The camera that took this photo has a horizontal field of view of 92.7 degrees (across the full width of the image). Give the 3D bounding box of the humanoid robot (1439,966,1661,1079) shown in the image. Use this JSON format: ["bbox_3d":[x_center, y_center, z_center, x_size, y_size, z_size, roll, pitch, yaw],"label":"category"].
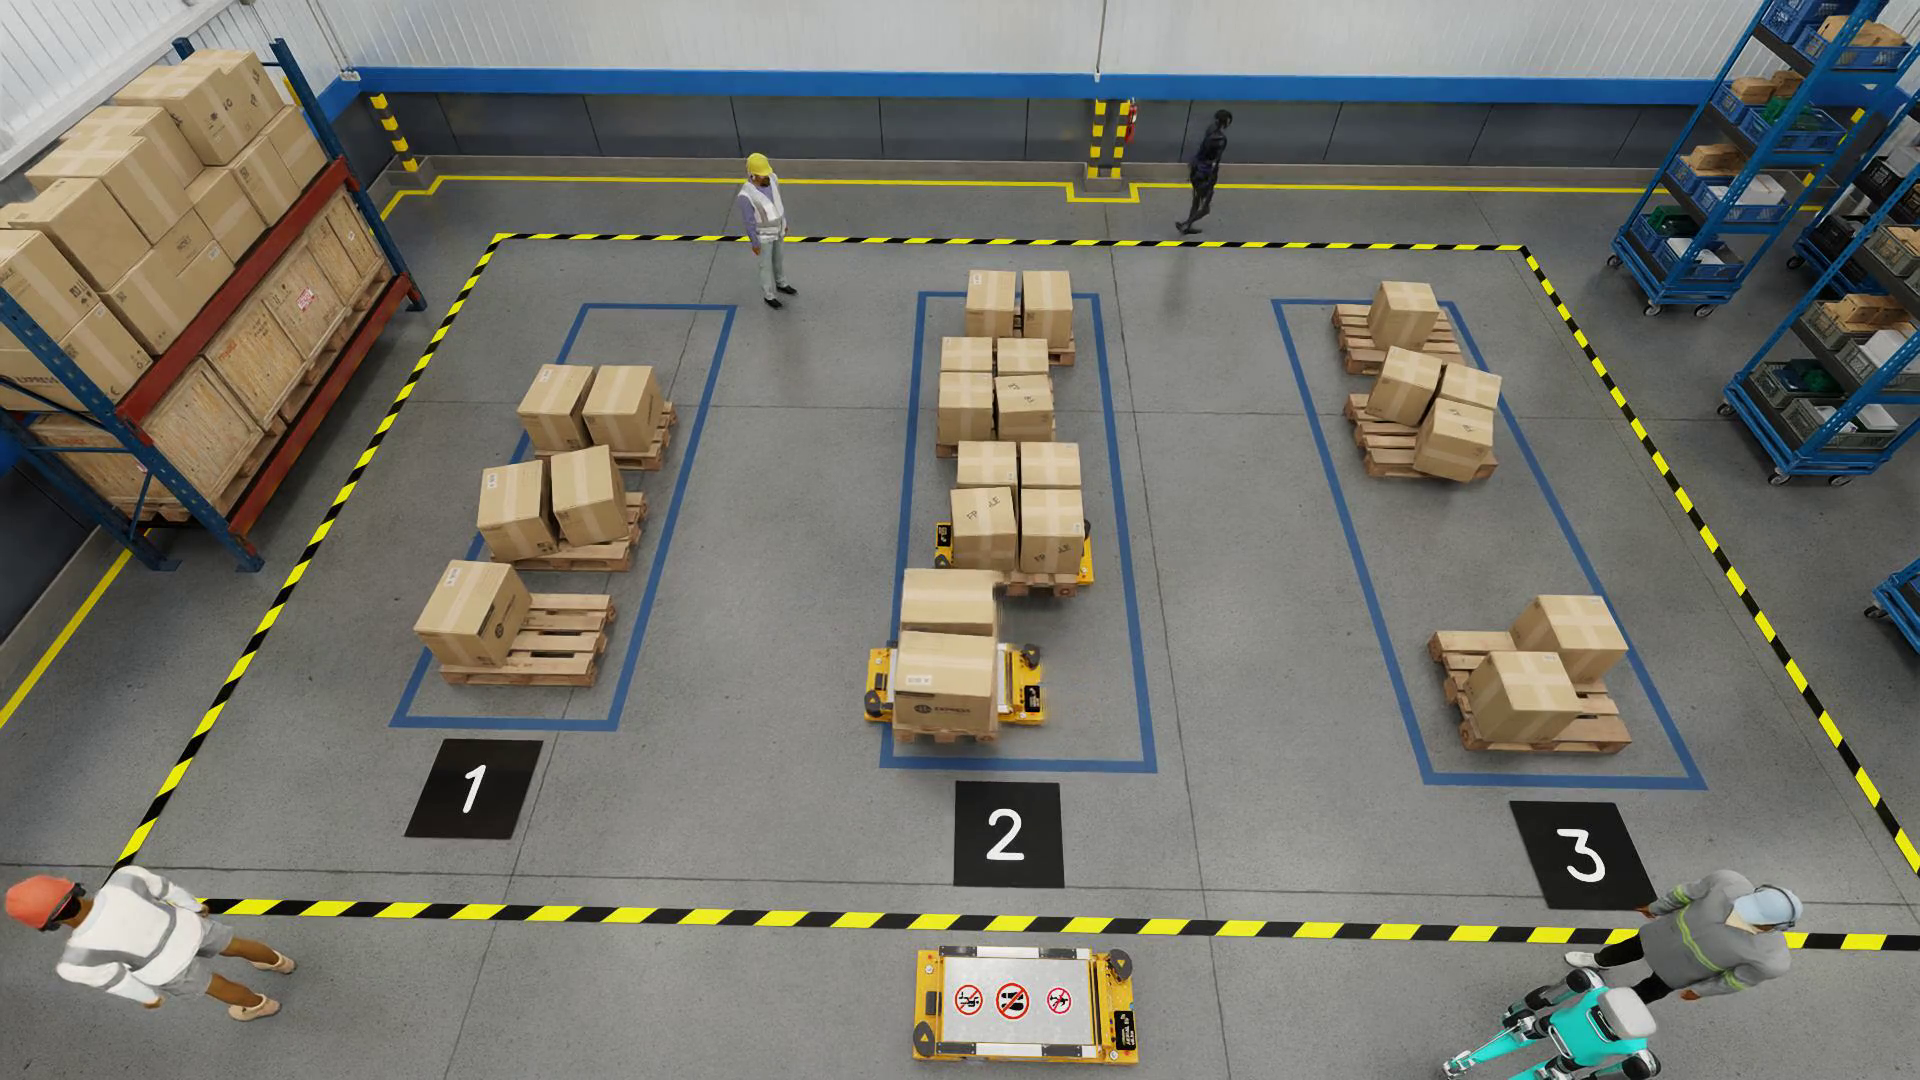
[{"bbox_3d":[3.106,2.888,5.101,0.735,1.672,0.533,-12,52,-10],"label":"humanoid robot"}]

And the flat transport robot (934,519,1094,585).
[{"bbox_3d":[0.490,0.087,8.397,1.431,0.197,0.652,1,51,1],"label":"flat transport robot"}]

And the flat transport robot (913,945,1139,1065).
[{"bbox_3d":[0.422,3.041,6.007,1.431,0.231,0.659,1,51,1],"label":"flat transport robot"}]

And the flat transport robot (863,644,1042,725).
[{"bbox_3d":[-0.052,1.164,7.519,1.431,0.197,0.652,1,51,1],"label":"flat transport robot"}]

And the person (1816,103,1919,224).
[{"bbox_3d":[11.486,-4.744,11.327,0.505,1.862,0.314,29,56,22],"label":"person"}]

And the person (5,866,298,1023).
[{"bbox_3d":[-4.678,2.405,5.389,0.395,2.033,0.604,2,51,1],"label":"person"}]

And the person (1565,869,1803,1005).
[{"bbox_3d":[4.318,2.435,5.480,0.381,1.852,0.589,-4,51,-3],"label":"person"}]

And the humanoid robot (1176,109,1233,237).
[{"bbox_3d":[2.931,-4.472,11.224,0.449,1.645,0.615,-7,51,-5],"label":"humanoid robot"}]

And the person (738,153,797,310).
[{"bbox_3d":[-2.146,-3.479,10.312,0.403,1.829,0.599,24,55,18],"label":"person"}]
